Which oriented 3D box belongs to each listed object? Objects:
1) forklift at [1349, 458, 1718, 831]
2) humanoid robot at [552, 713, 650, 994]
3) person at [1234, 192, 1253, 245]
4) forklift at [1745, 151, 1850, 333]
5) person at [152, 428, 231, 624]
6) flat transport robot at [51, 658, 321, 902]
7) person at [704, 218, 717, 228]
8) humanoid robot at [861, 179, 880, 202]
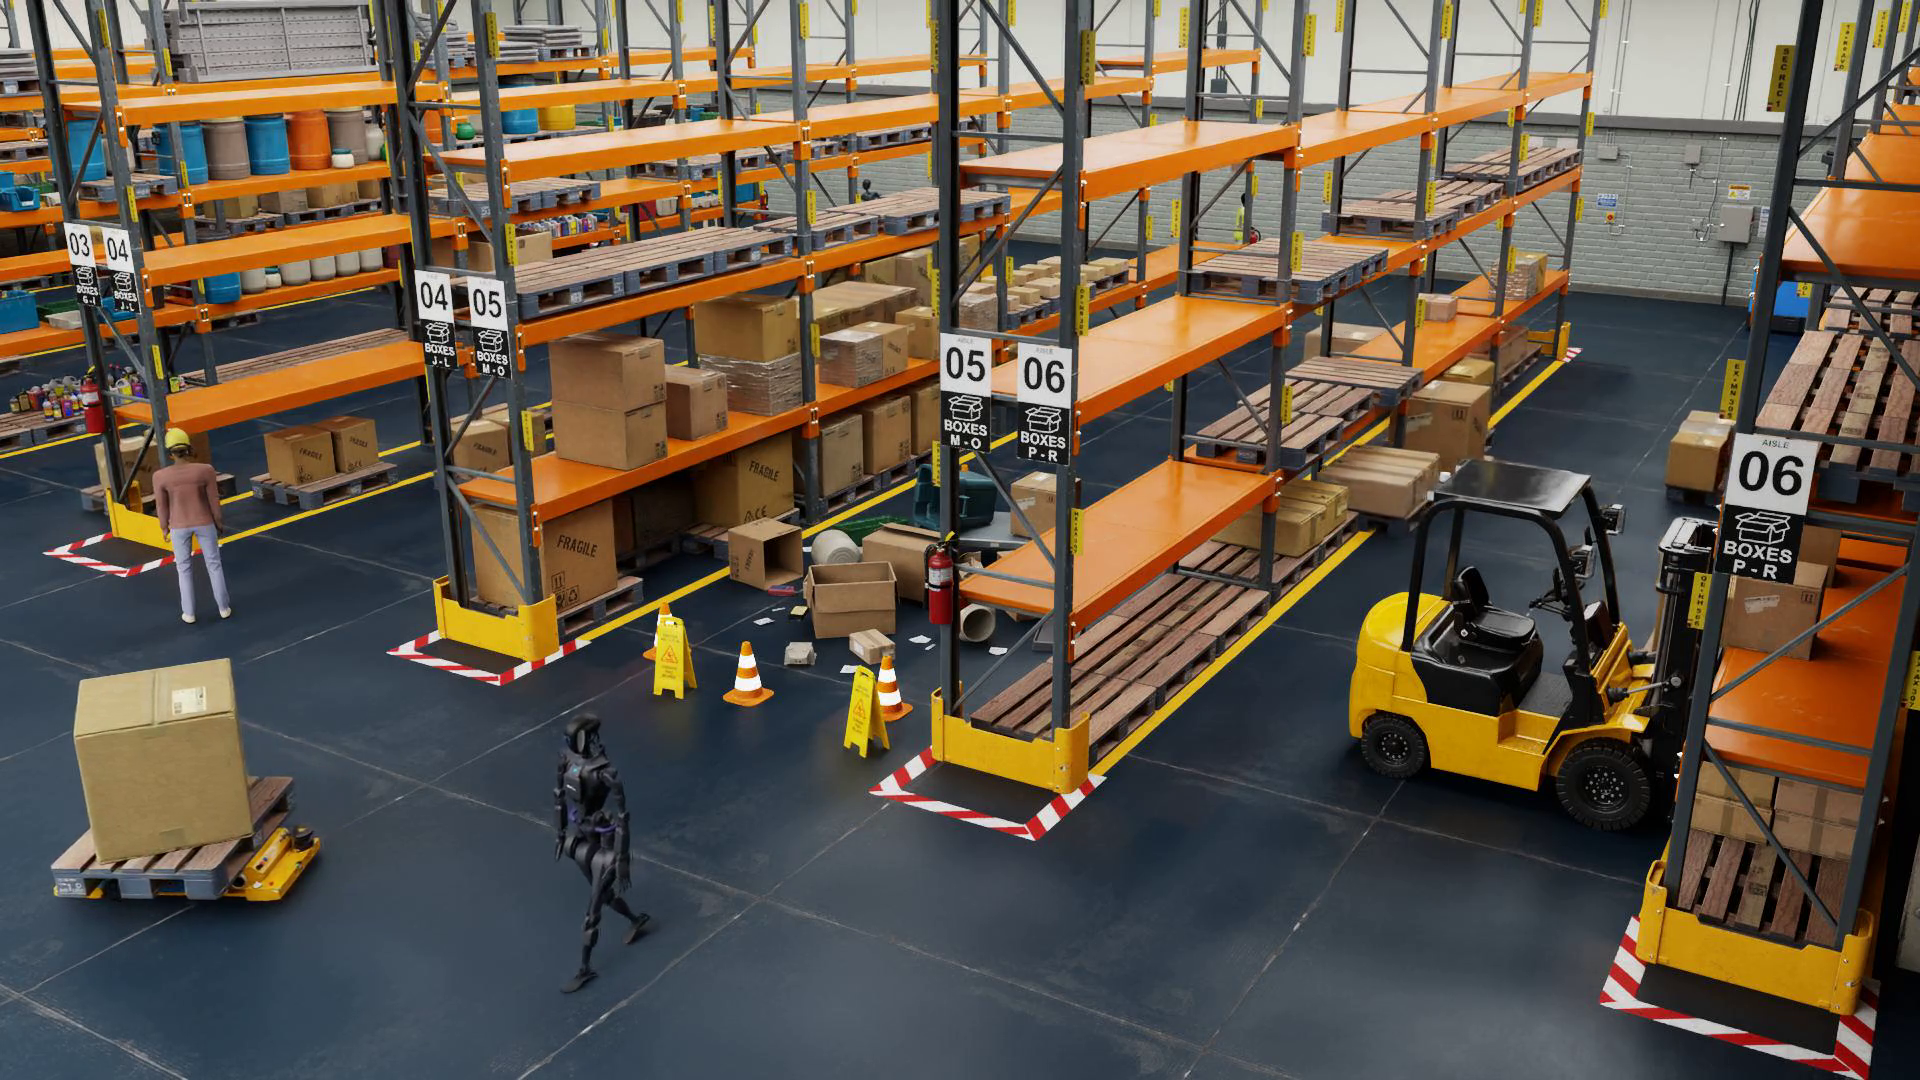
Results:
[{"bbox_3d":[3.988,0.658,11.776,2.313,2.155,1.214,11,22,29],"label":"forklift"},{"bbox_3d":[-2.079,1.722,9.567,0.615,1.631,0.781,12,23,32],"label":"humanoid robot"},{"bbox_3d":[5.172,-5.511,30.375,0.319,1.687,0.537,-1,19,-3],"label":"person"},{"bbox_3d":[13.620,-4.667,26.137,1.873,2.768,1.129,11,22,29],"label":"forklift"},{"bbox_3d":[-6.803,-0.130,14.718,0.521,1.760,0.340,-9,21,-25],"label":"person"},{"bbox_3d":[-4.940,2.065,10.644,1.431,0.231,0.659,0,19,1],"label":"flat transport robot"},{"bbox_3d":[-5.243,-7.061,34.862,0.489,1.688,0.352,-6,20,-17],"label":"person"},{"bbox_3d":[-1.797,-6.253,32.610,0.601,1.623,0.793,-9,21,-25],"label":"humanoid robot"}]
